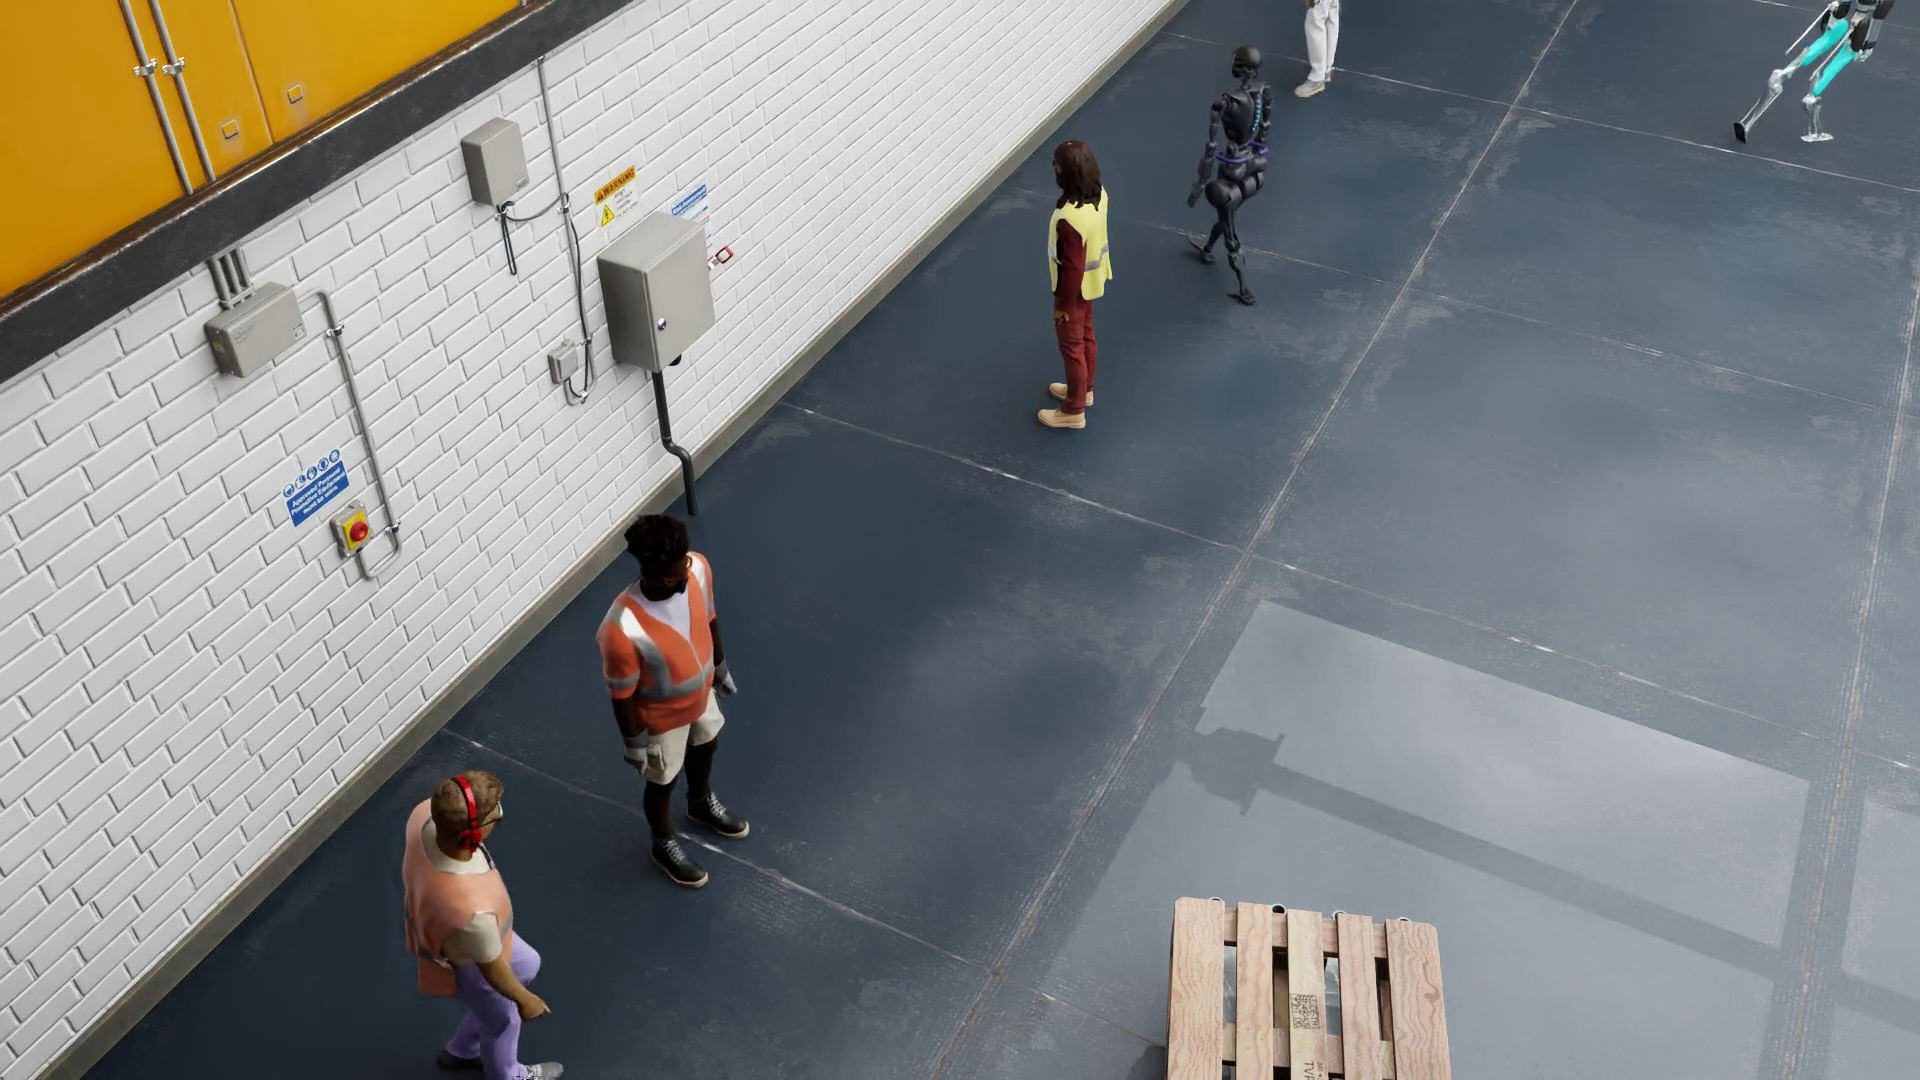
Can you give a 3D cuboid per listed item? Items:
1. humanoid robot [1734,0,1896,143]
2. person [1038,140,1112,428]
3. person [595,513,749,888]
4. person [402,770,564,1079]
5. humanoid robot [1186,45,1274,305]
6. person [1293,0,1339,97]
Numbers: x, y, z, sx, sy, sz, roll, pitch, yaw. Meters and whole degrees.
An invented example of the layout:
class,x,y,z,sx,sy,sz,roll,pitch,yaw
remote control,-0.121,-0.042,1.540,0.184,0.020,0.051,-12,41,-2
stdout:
class,x,y,z,sx,sy,sz,roll,pitch,yaw
humanoid robot,6.133,-3.637,11.956,0.913,1.789,0.549,-9,42,-11
person,0.659,-1.417,9.331,0.359,1.769,0.474,12,42,14
person,-1.167,0.647,6.799,0.391,1.956,0.613,21,45,23
person,-1.709,1.482,5.931,0.465,1.814,0.605,-19,44,-21
humanoid robot,1.690,-2.341,10.505,0.592,1.625,0.763,-28,48,-29
person,2.817,-4.316,12.635,0.338,1.857,0.723,15,43,17
